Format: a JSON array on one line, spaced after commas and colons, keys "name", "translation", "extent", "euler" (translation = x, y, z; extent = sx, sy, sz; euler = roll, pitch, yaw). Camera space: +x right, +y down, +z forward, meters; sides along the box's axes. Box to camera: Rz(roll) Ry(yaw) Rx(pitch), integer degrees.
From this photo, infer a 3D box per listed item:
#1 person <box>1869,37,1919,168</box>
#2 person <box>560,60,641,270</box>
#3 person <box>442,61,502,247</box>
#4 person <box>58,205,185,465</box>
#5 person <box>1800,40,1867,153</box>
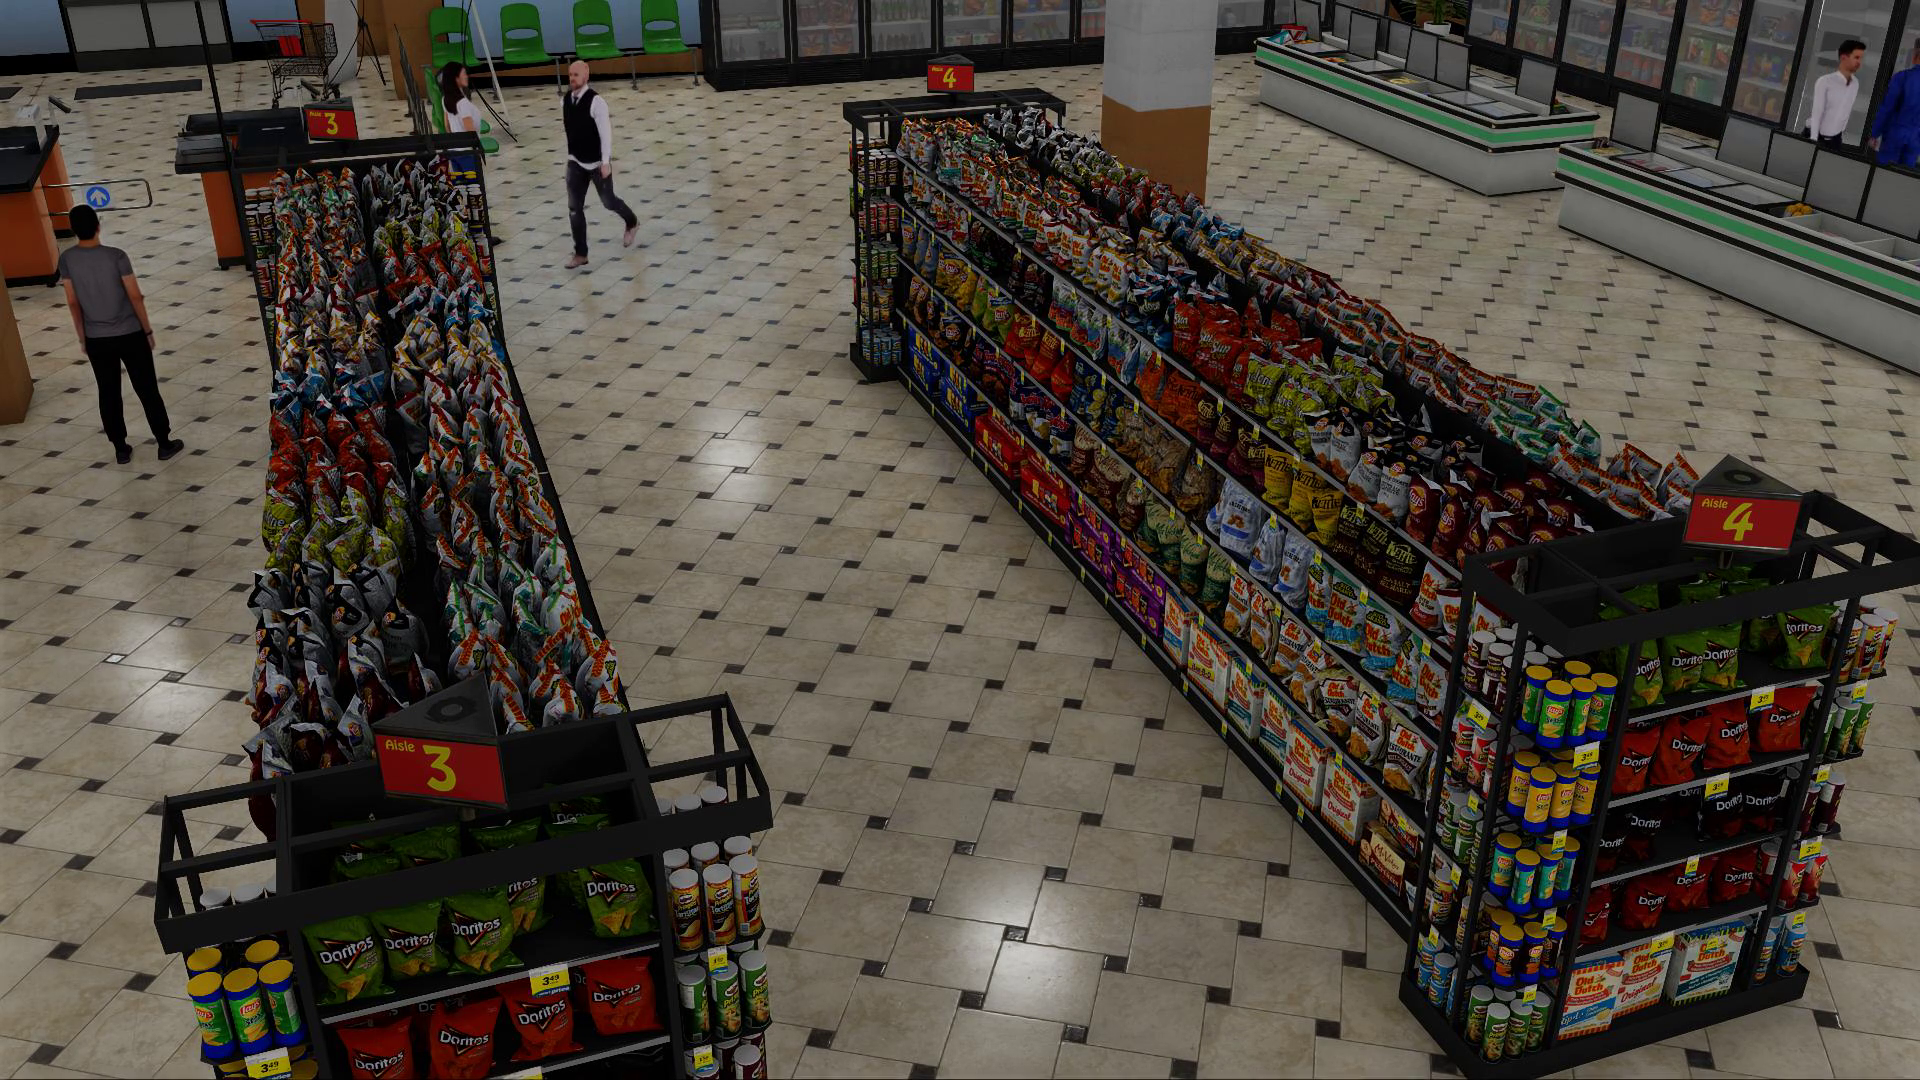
[{"name": "person", "translation": [8.963, -3.784, 15.715], "extent": [0.874, 1.809, 0.906], "euler": [0, 27, 1]}, {"name": "person", "translation": [-3.262, -3.376, 14.939], "extent": [1.256, 1.782, 1.262], "euler": [14, 30, 25]}, {"name": "person", "translation": [-4.596, -3.553, 15.397], "extent": [0.728, 1.684, 0.594], "euler": [-23, 35, -37]}, {"name": "person", "translation": [-5.586, -1.356, 10.987], "extent": [0.649, 1.754, 0.589], "euler": [-5, 27, -10]}, {"name": "person", "translation": [8.026, -3.750, 15.638], "extent": [0.877, 1.817, 1.340], "euler": [-2, 27, -4]}]
